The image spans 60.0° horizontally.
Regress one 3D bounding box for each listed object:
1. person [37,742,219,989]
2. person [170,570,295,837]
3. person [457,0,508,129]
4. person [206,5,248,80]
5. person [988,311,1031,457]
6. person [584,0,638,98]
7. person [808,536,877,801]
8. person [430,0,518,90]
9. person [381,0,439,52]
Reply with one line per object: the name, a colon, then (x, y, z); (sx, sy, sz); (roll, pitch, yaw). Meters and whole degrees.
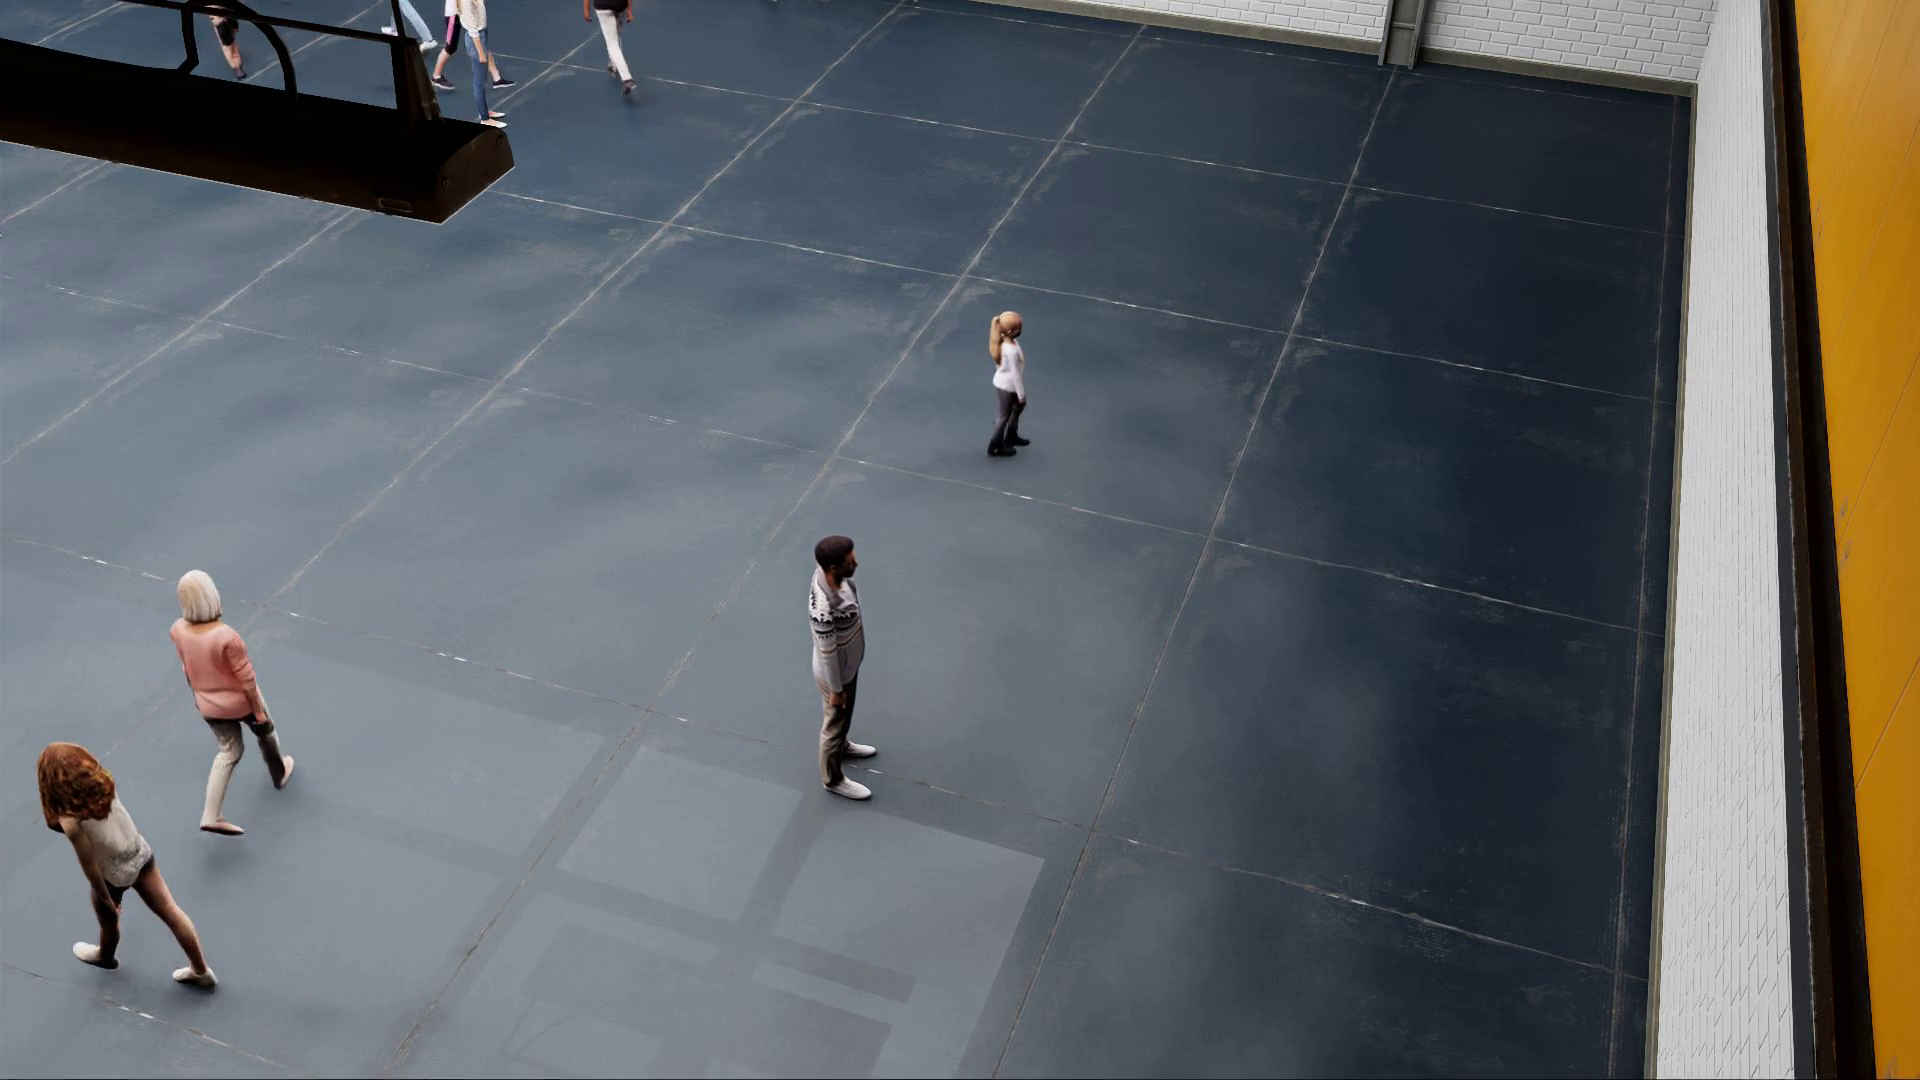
person: (-4.227, 1.723, 8.592); (1.044, 1.728, 0.596); (10, 40, 13)
person: (-4.244, 0.982, 9.550); (1.003, 1.690, 0.809); (8, 39, 9)
person: (-5.003, -5.130, 17.173); (0.674, 1.728, 0.652); (-8, 39, -10)
person: (-8.187, -6.117, 18.288); (1.175, 1.879, 1.355); (-23, 44, -26)
person: (0.296, -1.162, 12.574); (0.673, 1.267, 0.611); (-5, 39, -7)
person: (-3.704, -5.646, 17.785); (1.161, 1.771, 1.310); (-23, 44, -26)
person: (-0.722, 0.709, 9.756); (0.684, 1.860, 0.752); (1, 39, 1)
person: (-5.440, -5.610, 17.760); (1.221, 1.745, 0.809); (3, 39, 4)
person: (-6.301, -6.373, 18.666); (1.282, 1.808, 0.807); (21, 43, 24)
